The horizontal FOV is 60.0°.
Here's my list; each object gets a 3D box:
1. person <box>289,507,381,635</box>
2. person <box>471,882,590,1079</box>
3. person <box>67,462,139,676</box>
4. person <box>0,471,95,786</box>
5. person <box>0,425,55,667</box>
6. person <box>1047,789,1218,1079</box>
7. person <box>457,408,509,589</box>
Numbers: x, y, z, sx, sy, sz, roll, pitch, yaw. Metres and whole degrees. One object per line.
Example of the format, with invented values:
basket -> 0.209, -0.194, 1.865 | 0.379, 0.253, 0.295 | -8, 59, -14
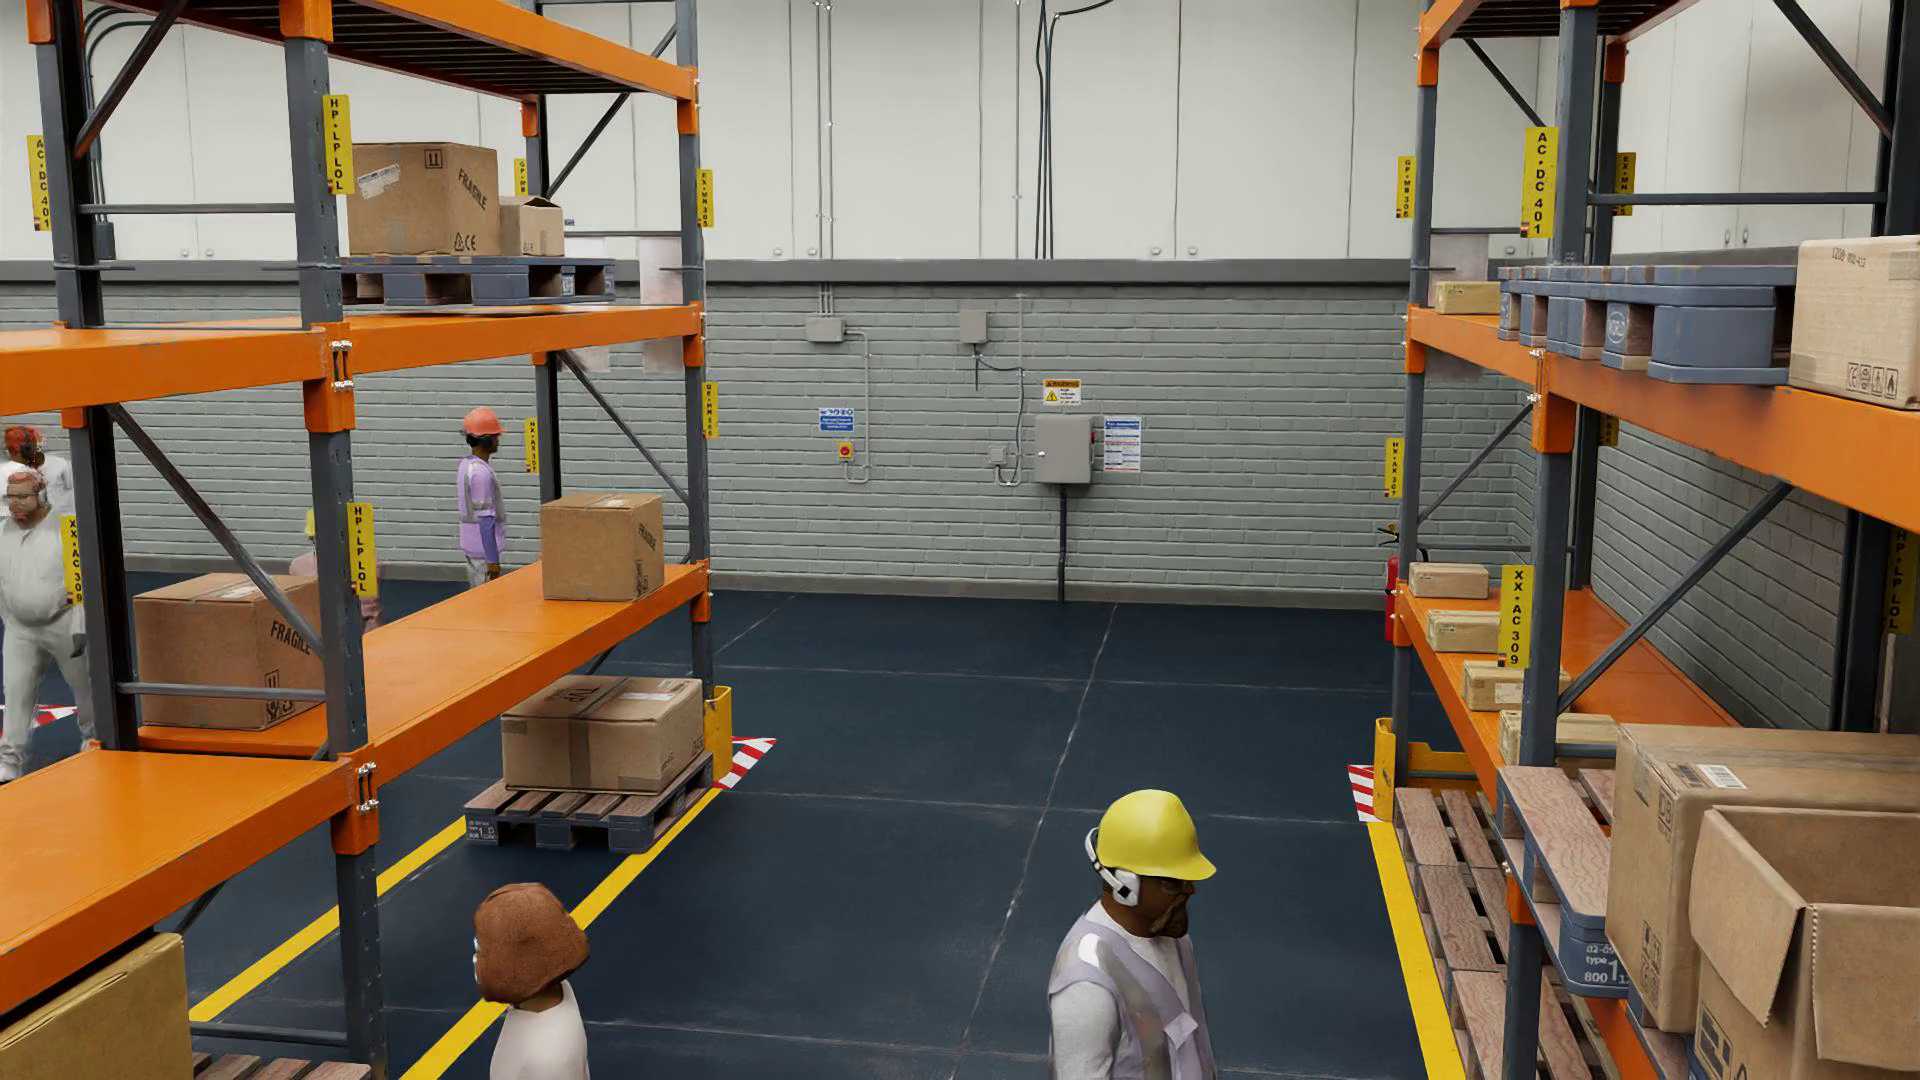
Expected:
person -> -3.558, 0.636, 9.512 | 0.534, 1.736, 0.652 | -1, 9, -5
person -> -0.983, 1.592, 3.931 | 0.270, 1.631, 0.507 | -3, 10, -20
person -> -6.417, 0.157, 12.405 | 0.563, 1.752, 0.341 | 9, 13, 43
person -> -5.451, 0.521, 9.870 | 0.657, 1.849, 1.029 | 0, 9, -2
person -> -7.026, 0.051, 12.714 | 0.591, 1.863, 0.666 | 7, 12, 37
person -> 0.417, 1.483, 4.040 | 0.404, 1.824, 0.586 | 4, 10, 24
person -> -3.434, 0.062, 12.103 | 0.376, 2.042, 0.615 | -4, 10, -25
